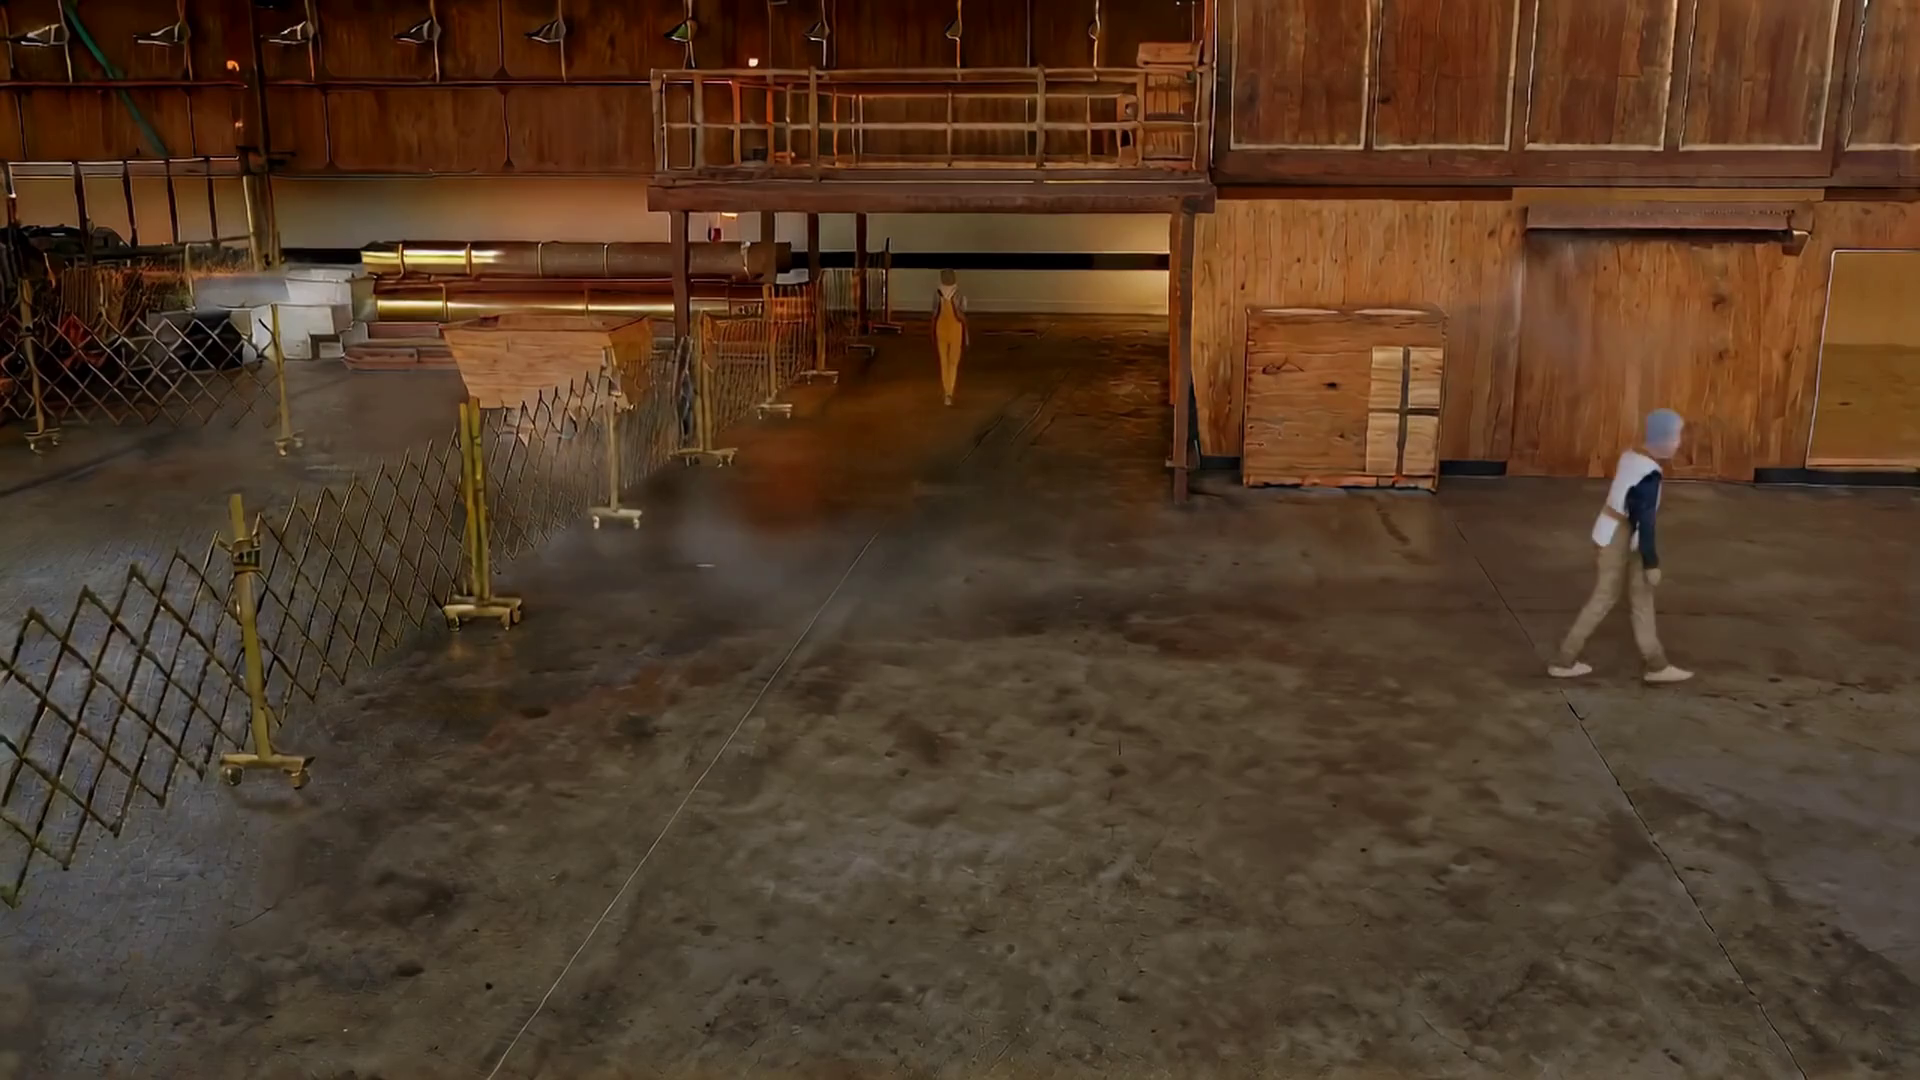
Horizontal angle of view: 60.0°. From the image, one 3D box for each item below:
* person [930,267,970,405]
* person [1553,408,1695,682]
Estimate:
[{"bbox_3d":[-0.152,-2.720,22.157,0.502,1.812,0.946,3,14,12],"label":"person"},{"bbox_3d":[4.346,0.043,10.772,0.855,1.849,0.631,5,15,21],"label":"person"}]
